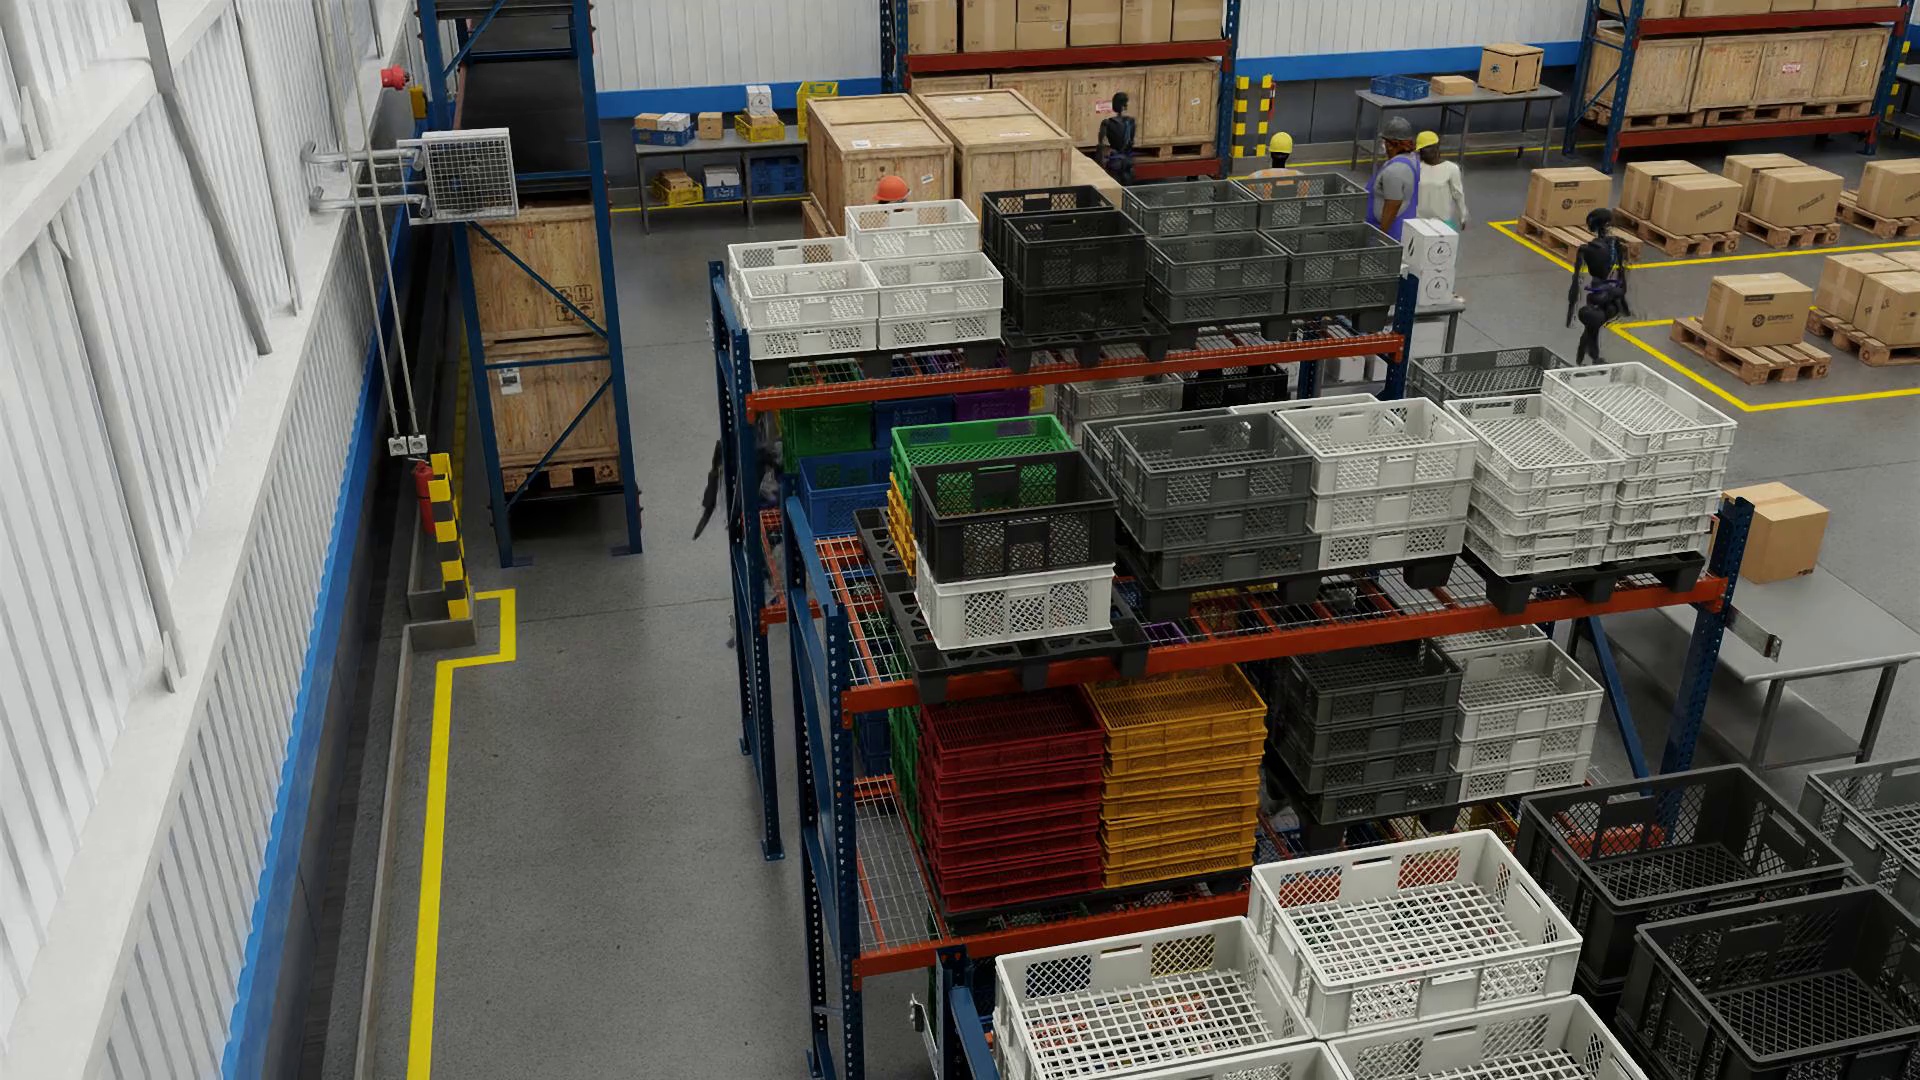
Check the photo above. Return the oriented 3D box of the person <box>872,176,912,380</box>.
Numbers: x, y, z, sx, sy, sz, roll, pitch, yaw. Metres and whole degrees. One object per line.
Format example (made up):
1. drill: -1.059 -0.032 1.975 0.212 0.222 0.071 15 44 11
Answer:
1. person: -0.530 -2.143 14.267 0.389 1.991 0.610 -8 29 -14

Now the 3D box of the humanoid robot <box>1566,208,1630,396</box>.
1. humanoid robot: 5.639 -2.076 14.515 0.631 1.613 0.680 -18 33 -30

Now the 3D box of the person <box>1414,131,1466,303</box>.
1. person: 4.771 -3.187 16.555 0.714 1.704 0.314 16 32 28

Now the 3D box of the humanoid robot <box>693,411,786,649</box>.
1. humanoid robot: -1.355 -0.154 10.882 0.566 1.631 0.764 20 34 33

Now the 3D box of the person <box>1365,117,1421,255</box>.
1. person: 4.055 -3.015 15.869 0.536 2.000 0.682 15 31 26

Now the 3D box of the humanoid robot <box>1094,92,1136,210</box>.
1. humanoid robot: 1.678 -4.087 18.284 0.587 1.644 0.396 -18 33 -30

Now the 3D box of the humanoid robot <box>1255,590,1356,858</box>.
1. humanoid robot: 1.830 0.975 8.685 0.466 1.648 0.592 -9 29 -16

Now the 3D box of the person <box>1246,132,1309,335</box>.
1. person: 2.961 -2.892 15.755 0.590 1.925 0.382 1 28 2
